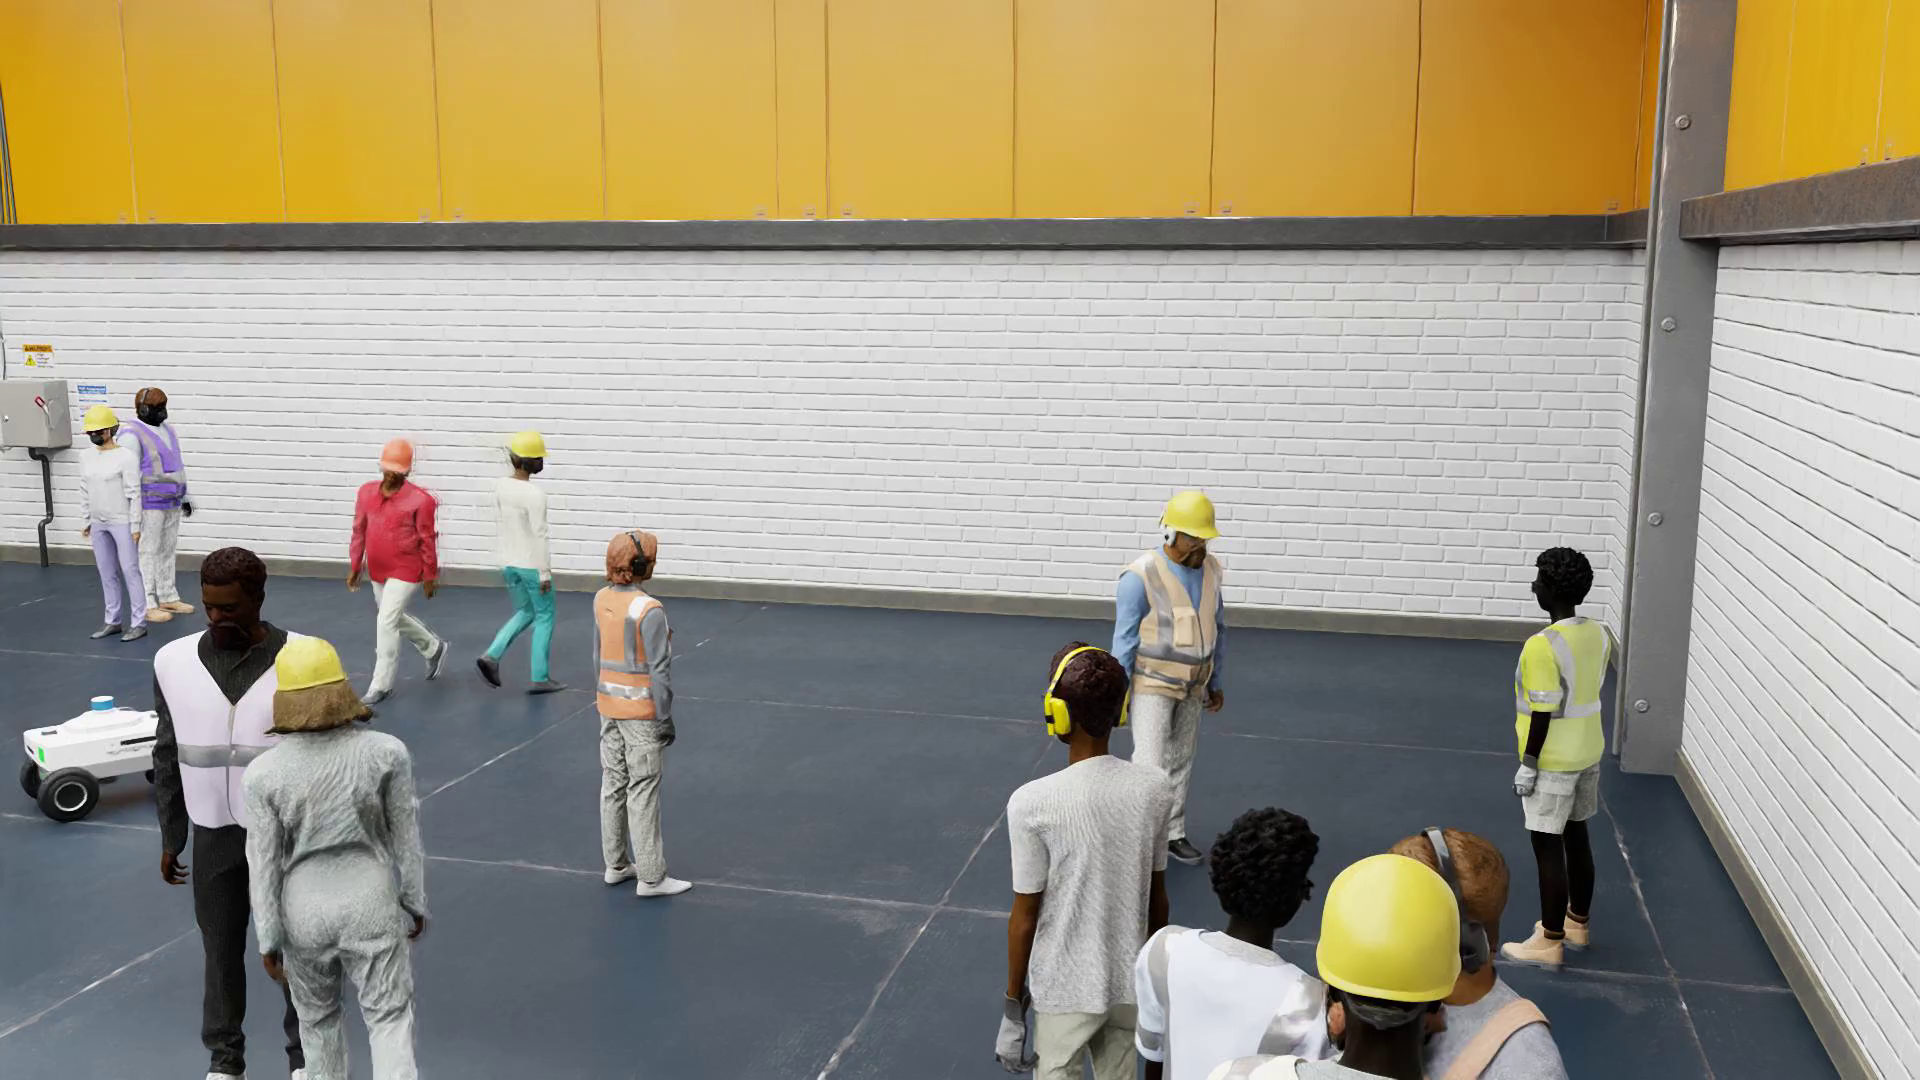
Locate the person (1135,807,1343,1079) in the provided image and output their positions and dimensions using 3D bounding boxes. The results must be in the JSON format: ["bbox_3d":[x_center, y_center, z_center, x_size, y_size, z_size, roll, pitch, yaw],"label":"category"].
[{"bbox_3d":[0.600,1.398,3.584,0.541,1.686,0.320,9,13,42],"label":"person"}]

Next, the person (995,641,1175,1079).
[{"bbox_3d":[0.323,1.187,4.334,0.502,1.862,0.328,-6,11,-31],"label":"person"}]

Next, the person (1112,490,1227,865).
[{"bbox_3d":[0.991,0.654,7.624,0.623,1.806,0.455,-8,12,-38],"label":"person"}]

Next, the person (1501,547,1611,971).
[{"bbox_3d":[2.392,0.868,6.669,0.539,1.695,0.319,-9,13,-43],"label":"person"}]

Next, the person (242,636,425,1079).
[{"bbox_3d":[-1.856,1.154,4.990,0.502,1.704,0.696,-4,10,-22],"label":"person"}]

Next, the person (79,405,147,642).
[{"bbox_3d":[-6.294,-0.122,12.328,0.526,1.761,0.344,3,10,17],"label":"person"}]

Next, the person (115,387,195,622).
[{"bbox_3d":[-6.300,-0.284,13.061,0.429,1.837,0.639,1,10,5],"label":"person"}]

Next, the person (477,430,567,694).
[{"bbox_3d":[-2.815,0.157,10.708,0.539,1.739,0.465,9,13,41],"label":"person"}]

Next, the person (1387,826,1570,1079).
[{"bbox_3d":[0.888,1.409,3.075,0.351,1.838,0.507,-3,10,-16],"label":"person"}]

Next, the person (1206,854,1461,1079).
[{"bbox_3d":[0.652,1.434,2.655,0.592,1.930,0.356,6,11,31],"label":"person"}]

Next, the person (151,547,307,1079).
[{"bbox_3d":[-2.347,0.955,5.525,0.587,1.914,0.390,-2,10,-10],"label":"person"}]

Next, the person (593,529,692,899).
[{"bbox_3d":[-1.451,0.771,7.409,0.314,1.641,0.515,-9,13,-42],"label":"person"}]

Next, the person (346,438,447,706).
[{"bbox_3d":[-3.613,0.167,10.769,0.571,1.704,0.804,4,11,25],"label":"person"}]

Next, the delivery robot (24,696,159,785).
[{"bbox_3d":[-4.439,1.056,8.647,0.707,0.478,0.477,-8,12,-39],"label":"delivery robot"}]
